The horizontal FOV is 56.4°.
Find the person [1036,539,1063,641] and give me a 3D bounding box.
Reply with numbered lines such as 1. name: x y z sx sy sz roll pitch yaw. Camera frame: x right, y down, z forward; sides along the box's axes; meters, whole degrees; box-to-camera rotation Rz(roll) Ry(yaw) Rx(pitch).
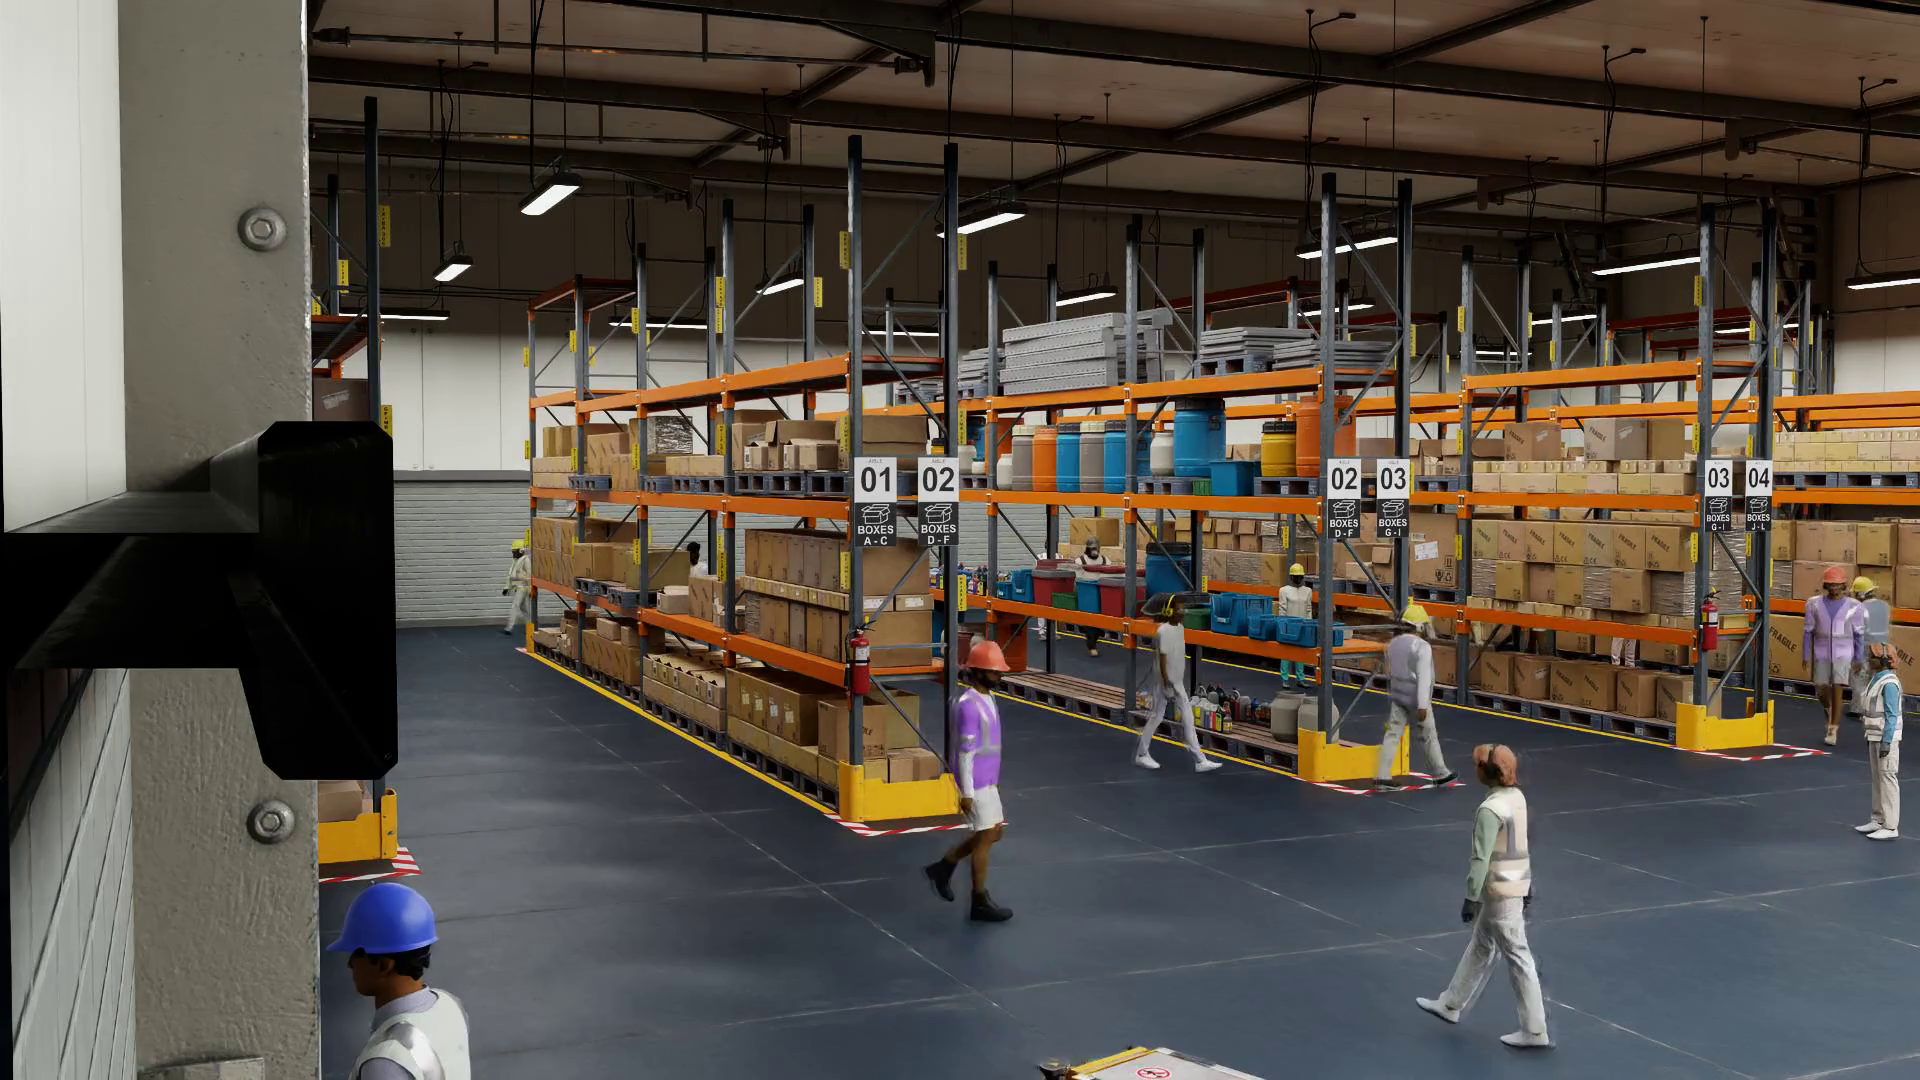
1. person: 1.632 0.883 32.525 0.584 1.882 0.337 -1 2 -27

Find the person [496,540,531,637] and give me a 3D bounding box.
1. person: -8.250 0.901 33.164 0.869 1.792 0.593 -1 3 -33

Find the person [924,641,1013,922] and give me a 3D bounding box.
1. person: 0.074 1.640 12.313 0.577 1.919 0.556 1 2 15

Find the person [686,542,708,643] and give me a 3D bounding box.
1. person: -4.261 1.002 29.013 0.616 1.918 0.966 -1 3 -34

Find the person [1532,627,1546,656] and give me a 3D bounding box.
1. person: 8.625 1.037 27.127 0.673 1.992 0.770 0 2 -10

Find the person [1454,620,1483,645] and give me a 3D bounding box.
1. person: 7.675 1.249 26.991 0.491 1.576 0.914 -1 2 -25

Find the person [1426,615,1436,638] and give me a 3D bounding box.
1. person: 7.458 1.028 29.053 0.600 1.859 1.041 0 2 -12

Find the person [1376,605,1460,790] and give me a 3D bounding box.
1. person: 4.380 1.517 17.241 0.953 1.782 0.614 -1 2 -27

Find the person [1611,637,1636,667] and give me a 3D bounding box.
1. person: 9.906 1.060 26.539 0.623 1.987 0.394 -1 2 -22

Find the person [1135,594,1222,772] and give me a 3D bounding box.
1. person: 2.187 1.462 18.328 0.999 1.814 0.549 2 3 39

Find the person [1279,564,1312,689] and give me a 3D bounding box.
1. person: 4.760 1.216 25.381 0.523 1.769 0.310 -1 2 -17

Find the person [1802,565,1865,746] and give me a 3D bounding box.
1. person: 9.889 1.284 20.262 0.627 2.022 0.661 1 3 34

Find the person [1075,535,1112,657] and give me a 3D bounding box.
1. person: 2.211 0.925 29.976 0.689 2.000 0.770 -1 2 -14

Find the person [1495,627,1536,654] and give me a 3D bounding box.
1. person: 8.744 1.059 27.865 0.567 1.904 0.775 -1 3 -29

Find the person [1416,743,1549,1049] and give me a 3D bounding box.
1. person: 2.800 1.892 9.644 0.817 1.599 0.544 1 3 32

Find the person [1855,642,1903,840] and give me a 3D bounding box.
1. person: 7.728 1.675 15.015 0.308 1.641 0.514 0 2 12

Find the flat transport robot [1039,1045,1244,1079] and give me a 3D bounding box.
1. flat transport robot: 1.063 2.626 8.327 0.652 0.197 1.431 -2 3 -42

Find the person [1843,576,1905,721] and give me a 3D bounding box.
1. person: 11.130 1.337 21.844 0.591 1.798 0.805 -1 2 -14

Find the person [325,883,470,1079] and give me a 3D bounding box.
1. person: -1.531 1.910 4.922 0.402 1.945 0.614 0 2 -3
